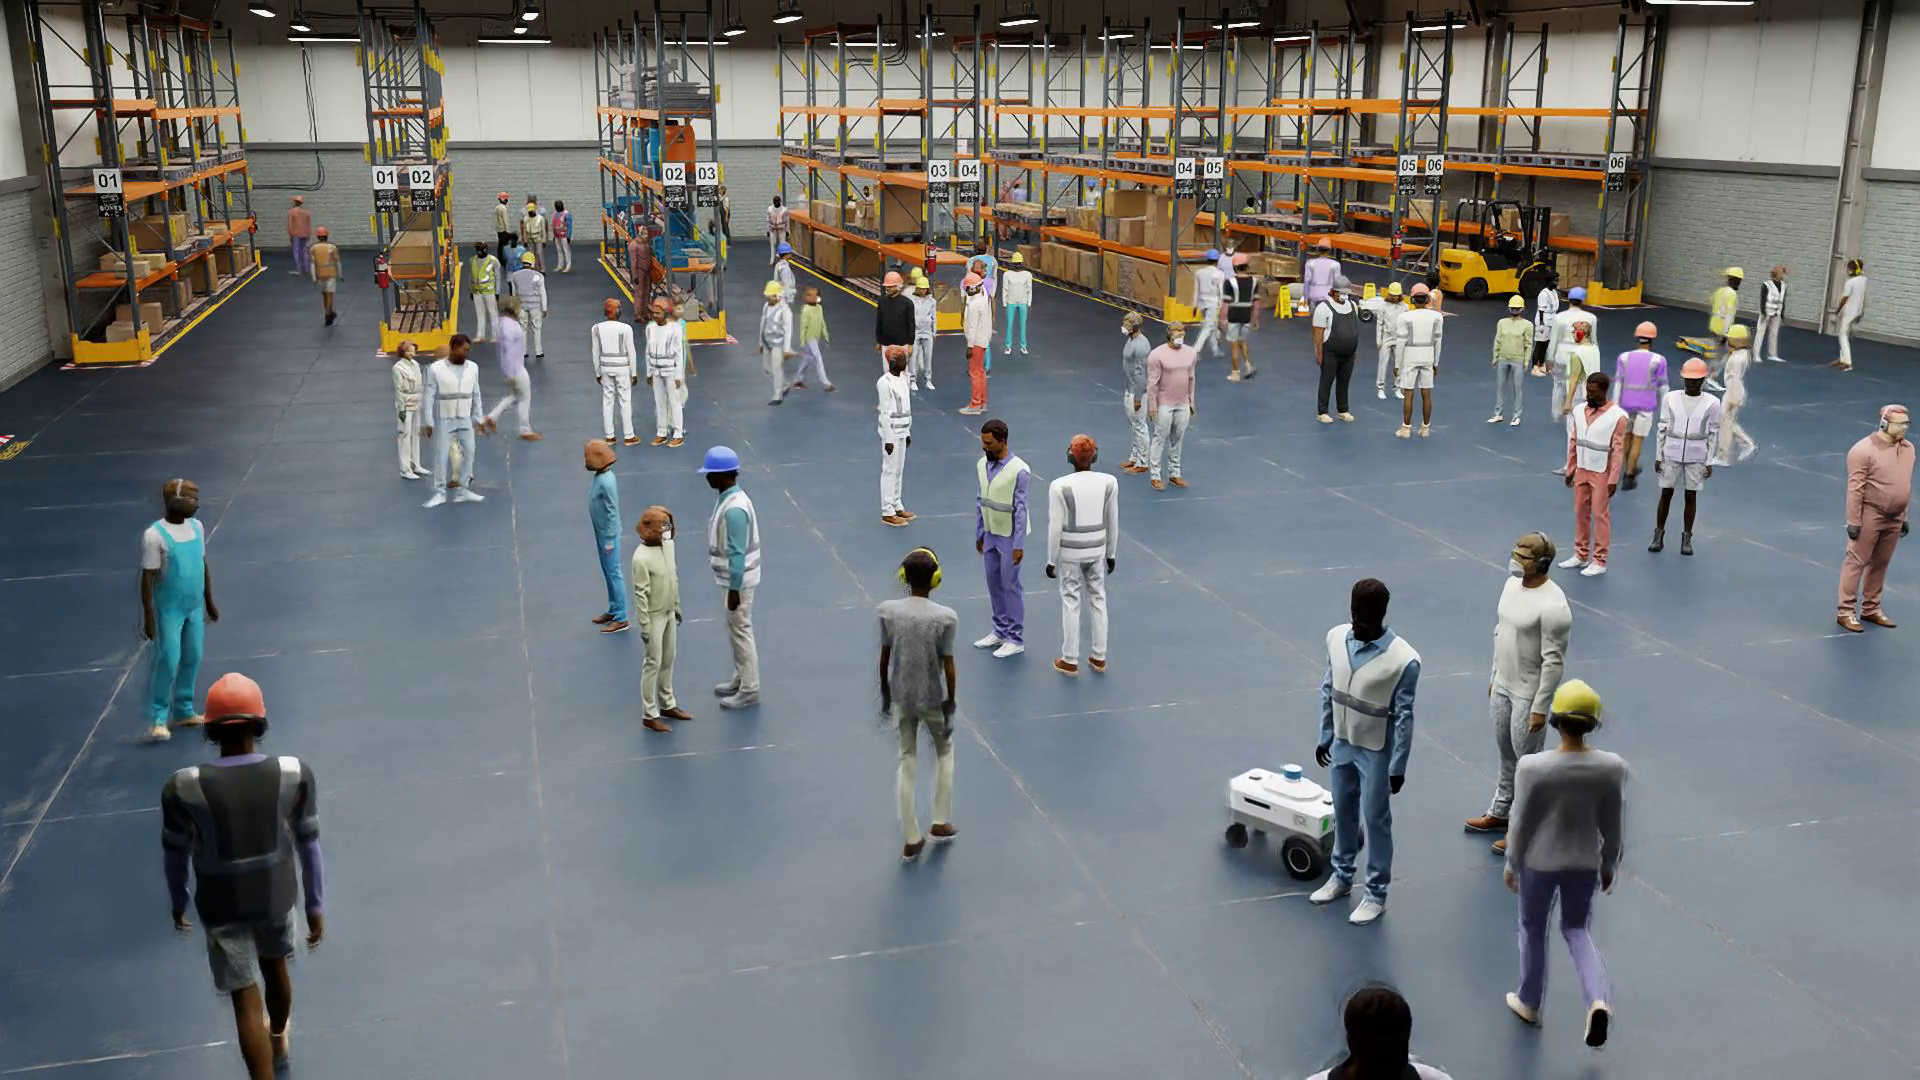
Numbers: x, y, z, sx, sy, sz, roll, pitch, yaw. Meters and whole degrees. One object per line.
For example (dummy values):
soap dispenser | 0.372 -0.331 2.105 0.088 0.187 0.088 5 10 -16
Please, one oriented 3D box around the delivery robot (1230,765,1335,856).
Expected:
delivery robot | 1.938 1.557 9.744 0.707 0.478 0.477 14 20 43

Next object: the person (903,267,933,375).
person | -0.679 -3.534 26.836 0.505 1.721 0.532 2 15 8

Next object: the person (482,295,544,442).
person | -5.809 -2.203 21.467 0.672 1.913 0.633 -5 16 -16

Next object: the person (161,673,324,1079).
person | -3.079 1.549 7.216 0.611 1.996 1.036 -10 18 -32

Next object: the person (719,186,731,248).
person | -7.004 -9.589 49.421 0.343 1.840 0.505 -7 16 -25

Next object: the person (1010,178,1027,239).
person | 1.879 -10.479 52.647 0.777 1.898 0.556 10 18 33

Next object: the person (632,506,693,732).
person | -2.114 0.545 11.687 0.285 1.624 0.509 5 16 18

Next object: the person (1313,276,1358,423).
person | 5.188 -2.622 22.803 0.685 2.000 0.535 -7 17 -26

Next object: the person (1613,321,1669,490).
person | 7.826 -1.552 19.061 0.853 1.897 0.555 -14 21 -43

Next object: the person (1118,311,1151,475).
person | 2.083 -1.744 19.725 0.378 1.931 0.625 -1 15 -5

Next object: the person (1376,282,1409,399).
person | 6.403 -2.949 24.634 0.491 1.730 0.323 -2 15 -6

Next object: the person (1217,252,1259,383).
person | 4.345 -3.474 26.033 0.618 2.025 0.433 -7 17 -26

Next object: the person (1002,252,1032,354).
person | 0.996 -4.120 28.968 0.529 1.768 0.312 -1 15 -6

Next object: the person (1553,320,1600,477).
person | 7.322 -1.663 19.603 0.396 1.833 0.568 13 20 41

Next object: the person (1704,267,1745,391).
person | 11.627 -3.192 25.260 0.475 1.879 0.628 1 15 3

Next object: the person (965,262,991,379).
person | 0.272 -3.490 26.442 0.375 1.843 0.575 -3 15 -11

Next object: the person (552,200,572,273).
person | -10.179 -7.752 42.505 0.623 1.837 0.430 11 18 35

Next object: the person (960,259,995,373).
person | 0.288 -3.605 26.876 0.570 1.843 0.372 -1 15 -4

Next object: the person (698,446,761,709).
person | -1.665 0.264 12.145 0.426 1.938 0.625 -4 15 -13

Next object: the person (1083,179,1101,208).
person | 4.053 -10.163 51.377 0.623 1.935 0.581 5 16 17

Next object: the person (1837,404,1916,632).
person | 7.681 -0.187 13.892 0.643 1.912 0.410 -5 16 -20

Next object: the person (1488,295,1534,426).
person | 7.515 -2.449 22.672 0.533 1.772 0.296 13 19 40

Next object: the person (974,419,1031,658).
person | 0.333 -0.031 13.320 0.415 1.907 0.596 -11 18 -36

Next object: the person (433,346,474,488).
person | -5.826 -1.410 19.046 0.289 1.625 0.497 3 15 11

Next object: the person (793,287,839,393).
person | -2.224 -3.043 25.252 0.850 1.587 0.514 7 16 24

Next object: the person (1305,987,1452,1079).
person | 1.203 2.217 4.884 0.611 1.881 0.869 -2 15 -8

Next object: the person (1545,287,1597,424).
person | 8.255 -2.440 22.399 0.653 1.906 0.874 2 15 8

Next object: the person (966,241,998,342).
person | 0.376 -4.515 30.307 0.633 1.843 0.429 -7 16 -25

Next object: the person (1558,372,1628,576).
person | 5.941 -0.631 15.570 0.403 1.910 0.598 -7 17 -26

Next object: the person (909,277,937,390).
person | -0.580 -3.146 25.367 0.481 1.734 0.329 -4 15 -16

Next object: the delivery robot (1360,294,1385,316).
delivery robot | 8.345 -4.674 33.192 0.707 0.478 0.477 3 15 10

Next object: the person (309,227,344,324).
person | -12.549 -5.235 32.958 0.547 1.889 1.013 0 15 -1

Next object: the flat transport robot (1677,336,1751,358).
flat transport robot | 13.126 -3.361 28.975 0.652 0.197 1.431 0 15 -1

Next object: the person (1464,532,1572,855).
person | 3.302 0.891 9.780 0.372 1.940 0.632 -3 15 -11

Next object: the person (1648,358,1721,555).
person | 7.055 -0.813 16.192 0.542 1.939 0.365 7 17 25

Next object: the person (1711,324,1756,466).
person | 9.350 -1.741 20.067 0.457 1.731 0.500 8 17 28

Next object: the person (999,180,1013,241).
person | 1.446 -10.290 51.936 0.400 1.901 0.649 10 18 33

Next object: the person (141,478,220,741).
person | -5.459 0.484 11.579 0.322 1.806 0.644 5 16 19

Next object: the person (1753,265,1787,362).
person | 13.714 -3.828 28.125 0.519 1.635 0.311 -6 16 -20

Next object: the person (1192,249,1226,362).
person | 4.200 -3.976 28.191 1.009 1.895 0.599 -12 19 -39
